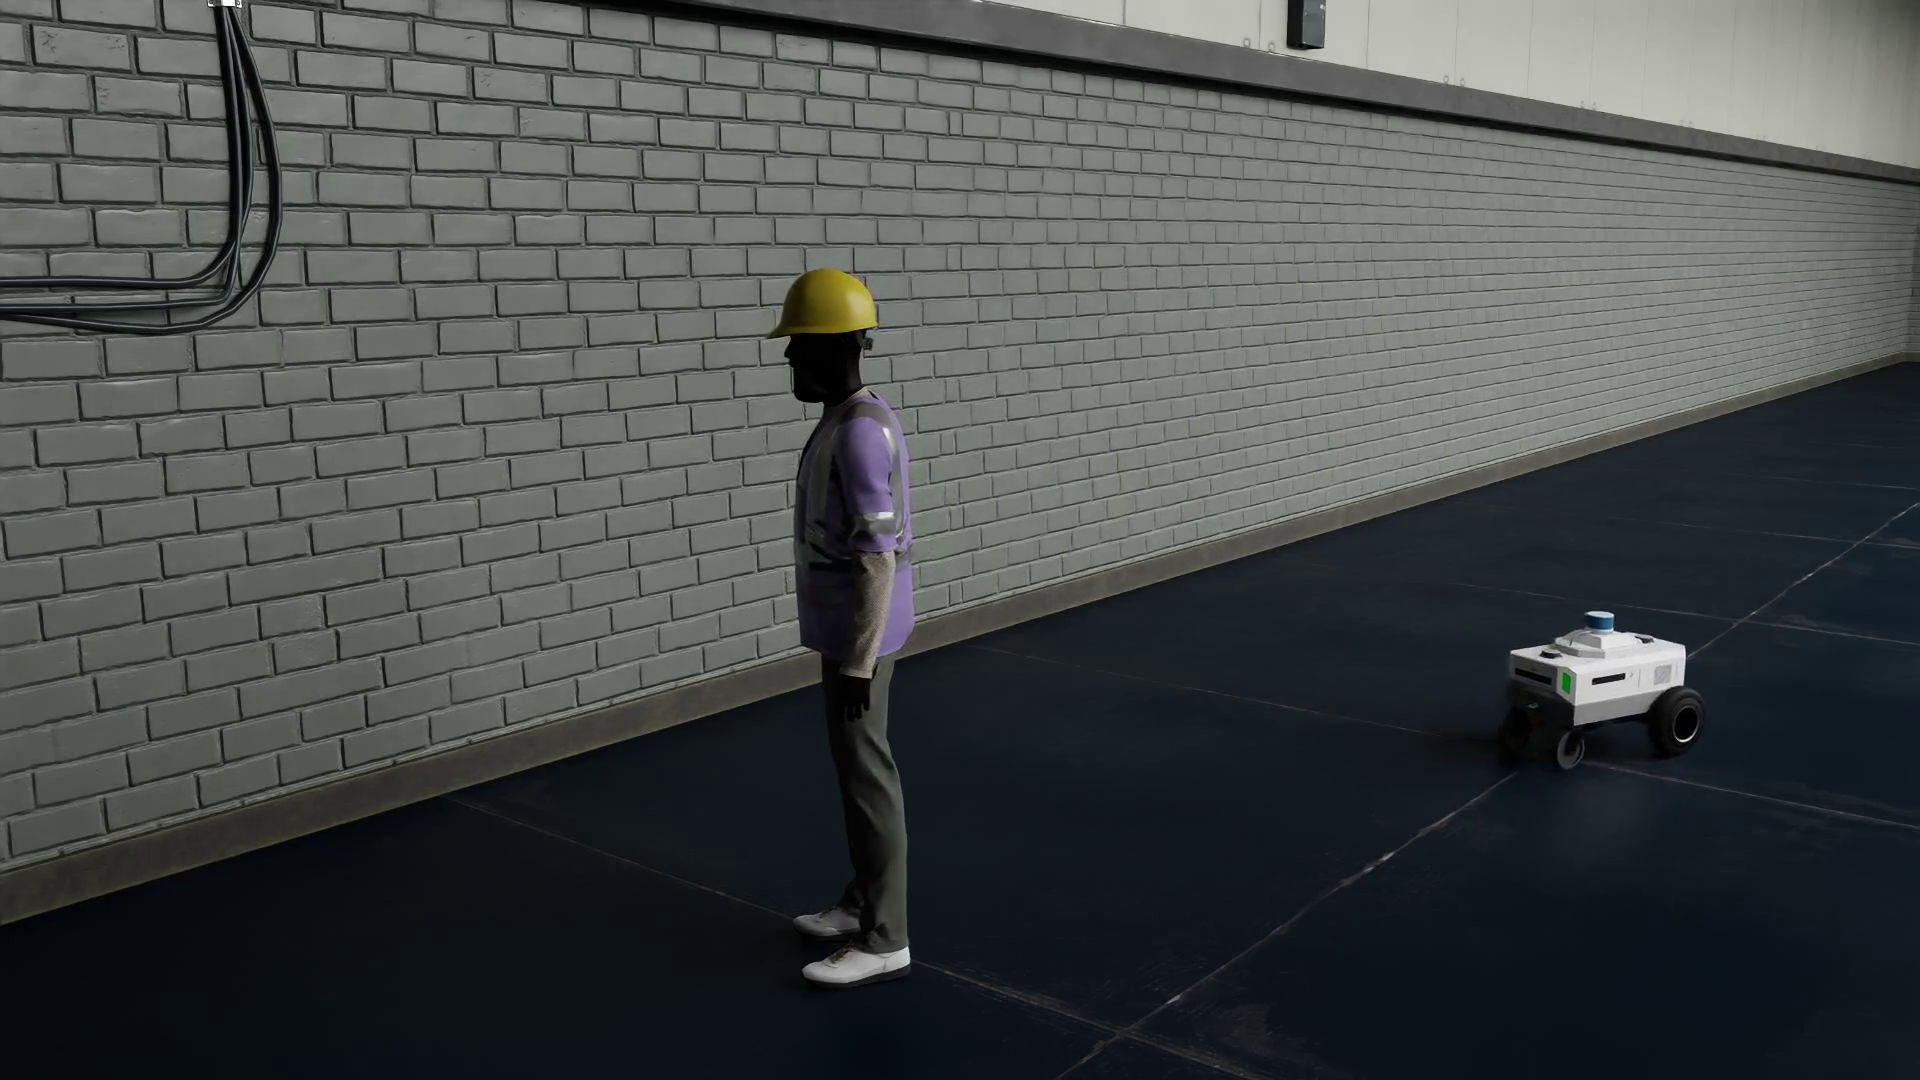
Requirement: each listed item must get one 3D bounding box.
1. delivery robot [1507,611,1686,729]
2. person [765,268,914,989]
[{"bbox_3d":[2.515,0.526,6.576,0.707,0.478,0.477,-5,12,-27],"label":"delivery robot"},{"bbox_3d":[-0.319,0.239,4.503,0.382,1.924,0.594,-1,10,-8],"label":"person"}]
